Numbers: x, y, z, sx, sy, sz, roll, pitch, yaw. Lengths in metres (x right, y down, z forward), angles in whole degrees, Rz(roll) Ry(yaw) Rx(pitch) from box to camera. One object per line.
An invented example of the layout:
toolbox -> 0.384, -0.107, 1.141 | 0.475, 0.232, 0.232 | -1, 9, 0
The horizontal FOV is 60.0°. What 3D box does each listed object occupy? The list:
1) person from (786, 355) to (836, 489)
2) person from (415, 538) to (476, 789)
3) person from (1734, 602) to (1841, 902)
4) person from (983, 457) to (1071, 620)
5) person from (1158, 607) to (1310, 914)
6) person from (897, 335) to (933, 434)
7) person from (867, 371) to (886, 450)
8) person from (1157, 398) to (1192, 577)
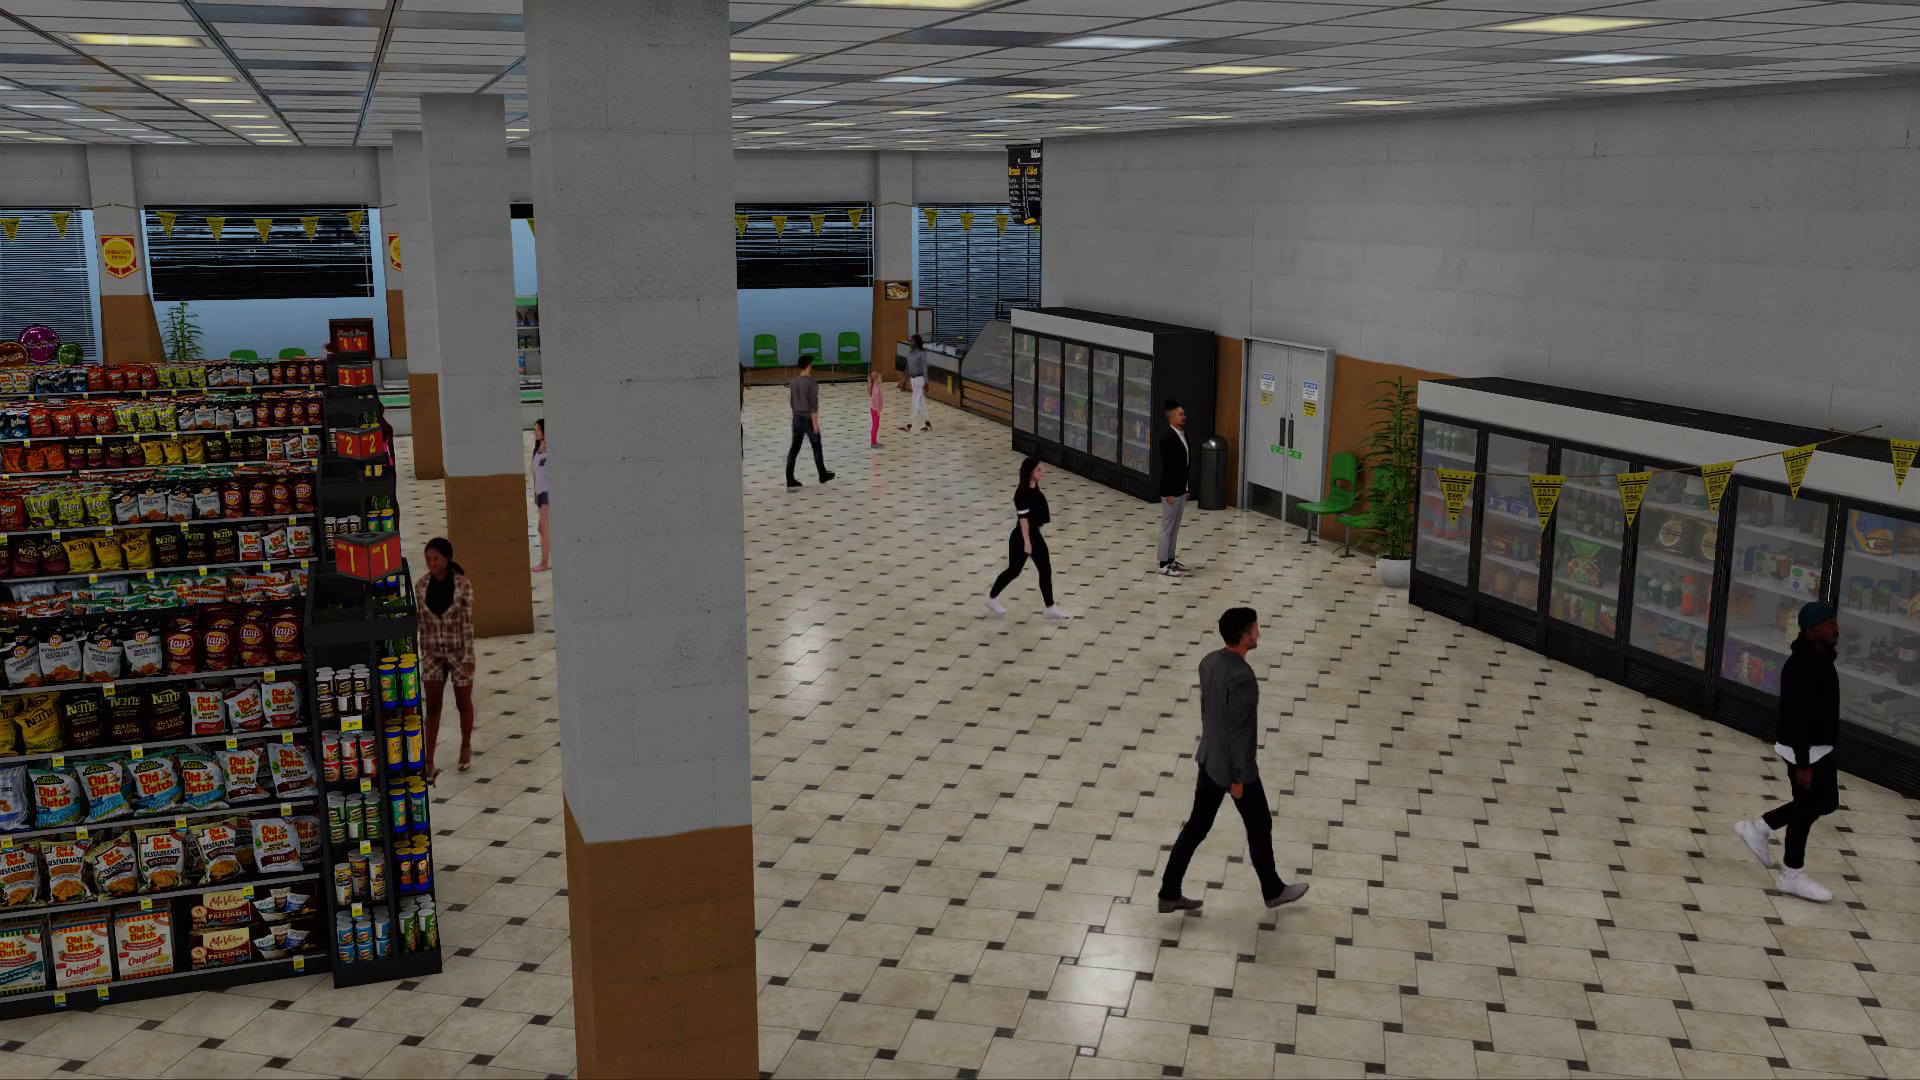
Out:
person -> -2.248, -1.622, 23.405 | 1.154, 1.854, 1.297 | 8, 14, 33
person -> -3.620, 0.850, 11.900 | 1.056, 1.758, 0.860 | 0, 12, -2
person -> 4.977, 1.238, 9.944 | 0.939, 1.805, 0.934 | 11, 16, 43
person -> 0.579, 0.007, 16.293 | 1.156, 1.598, 1.089 | 5, 13, 24
person -> 1.461, 1.316, 9.521 | 1.209, 1.826, 0.772 | -5, 13, -23
person -> -0.660, -2.712, 28.970 | 1.109, 1.695, 0.842 | -9, 15, -37
person -> -1.382, -2.136, 27.259 | 0.548, 1.272, 0.518 | -1, 12, -7
person -> 2.347, -0.555, 18.330 | 0.850, 1.859, 0.778 | 6, 13, 27
